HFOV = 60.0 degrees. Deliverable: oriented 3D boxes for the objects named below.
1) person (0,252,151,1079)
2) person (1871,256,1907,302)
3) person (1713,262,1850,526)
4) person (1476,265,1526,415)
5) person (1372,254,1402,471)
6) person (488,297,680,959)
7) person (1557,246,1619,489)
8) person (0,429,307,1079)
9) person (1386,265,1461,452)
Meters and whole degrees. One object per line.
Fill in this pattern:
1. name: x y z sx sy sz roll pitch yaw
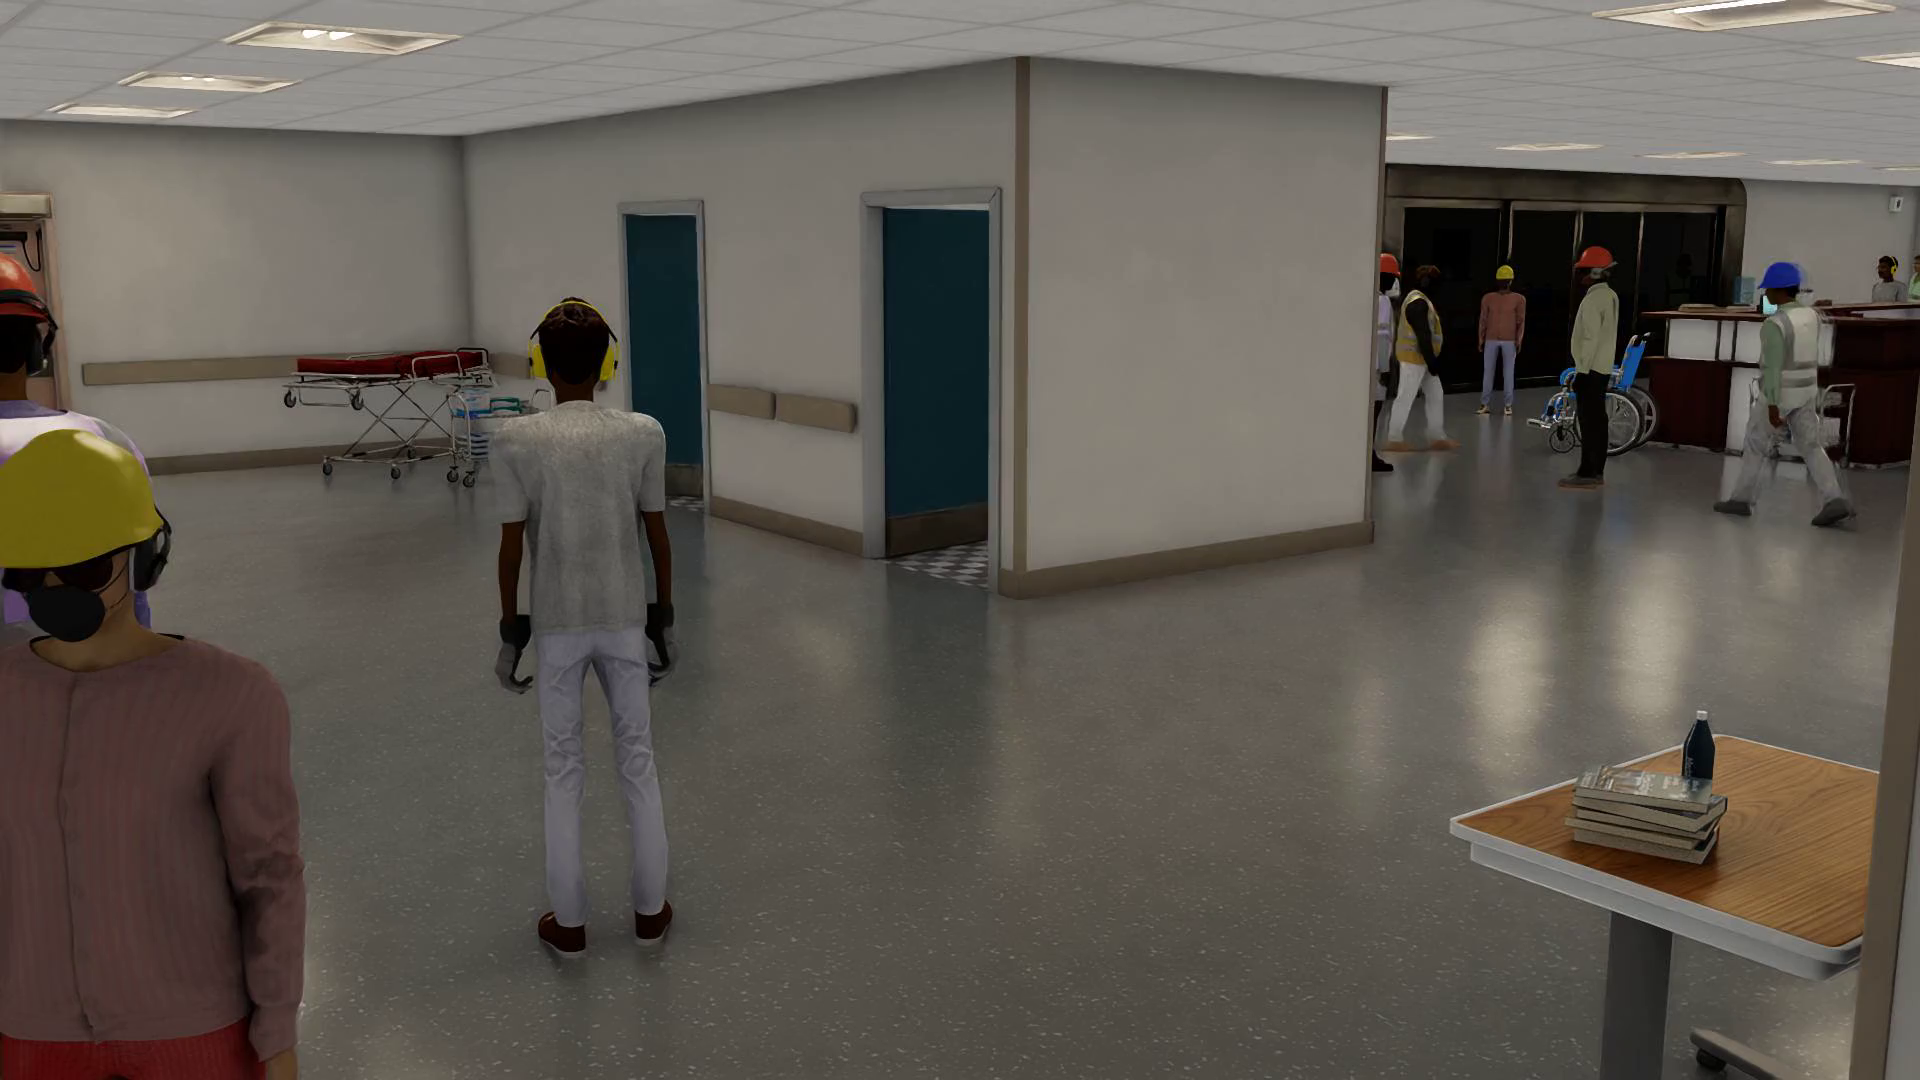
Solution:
1. person: -1.964 0.407 3.460 0.409 2.028 0.615 4 11 21
2. person: 11.396 -2.563 20.538 0.312 1.864 0.535 -3 11 -18
3. person: 6.012 -1.055 12.018 0.613 1.897 1.027 -5 11 -25
4. person: 6.390 -2.354 19.655 0.530 1.768 0.321 5 11 26
5. person: 3.716 -1.573 14.818 0.390 1.929 0.545 -1 10 -6
6. person: -1.058 0.256 4.727 0.517 1.874 0.327 -3 11 -18
7. person: 5.223 -1.421 13.770 0.387 1.993 0.622 7 12 35
8. person: -1.232 0.715 2.453 0.529 1.767 0.318 -1 10 -4
9. person: 4.529 -1.728 16.032 0.823 1.811 0.640 4 11 22
